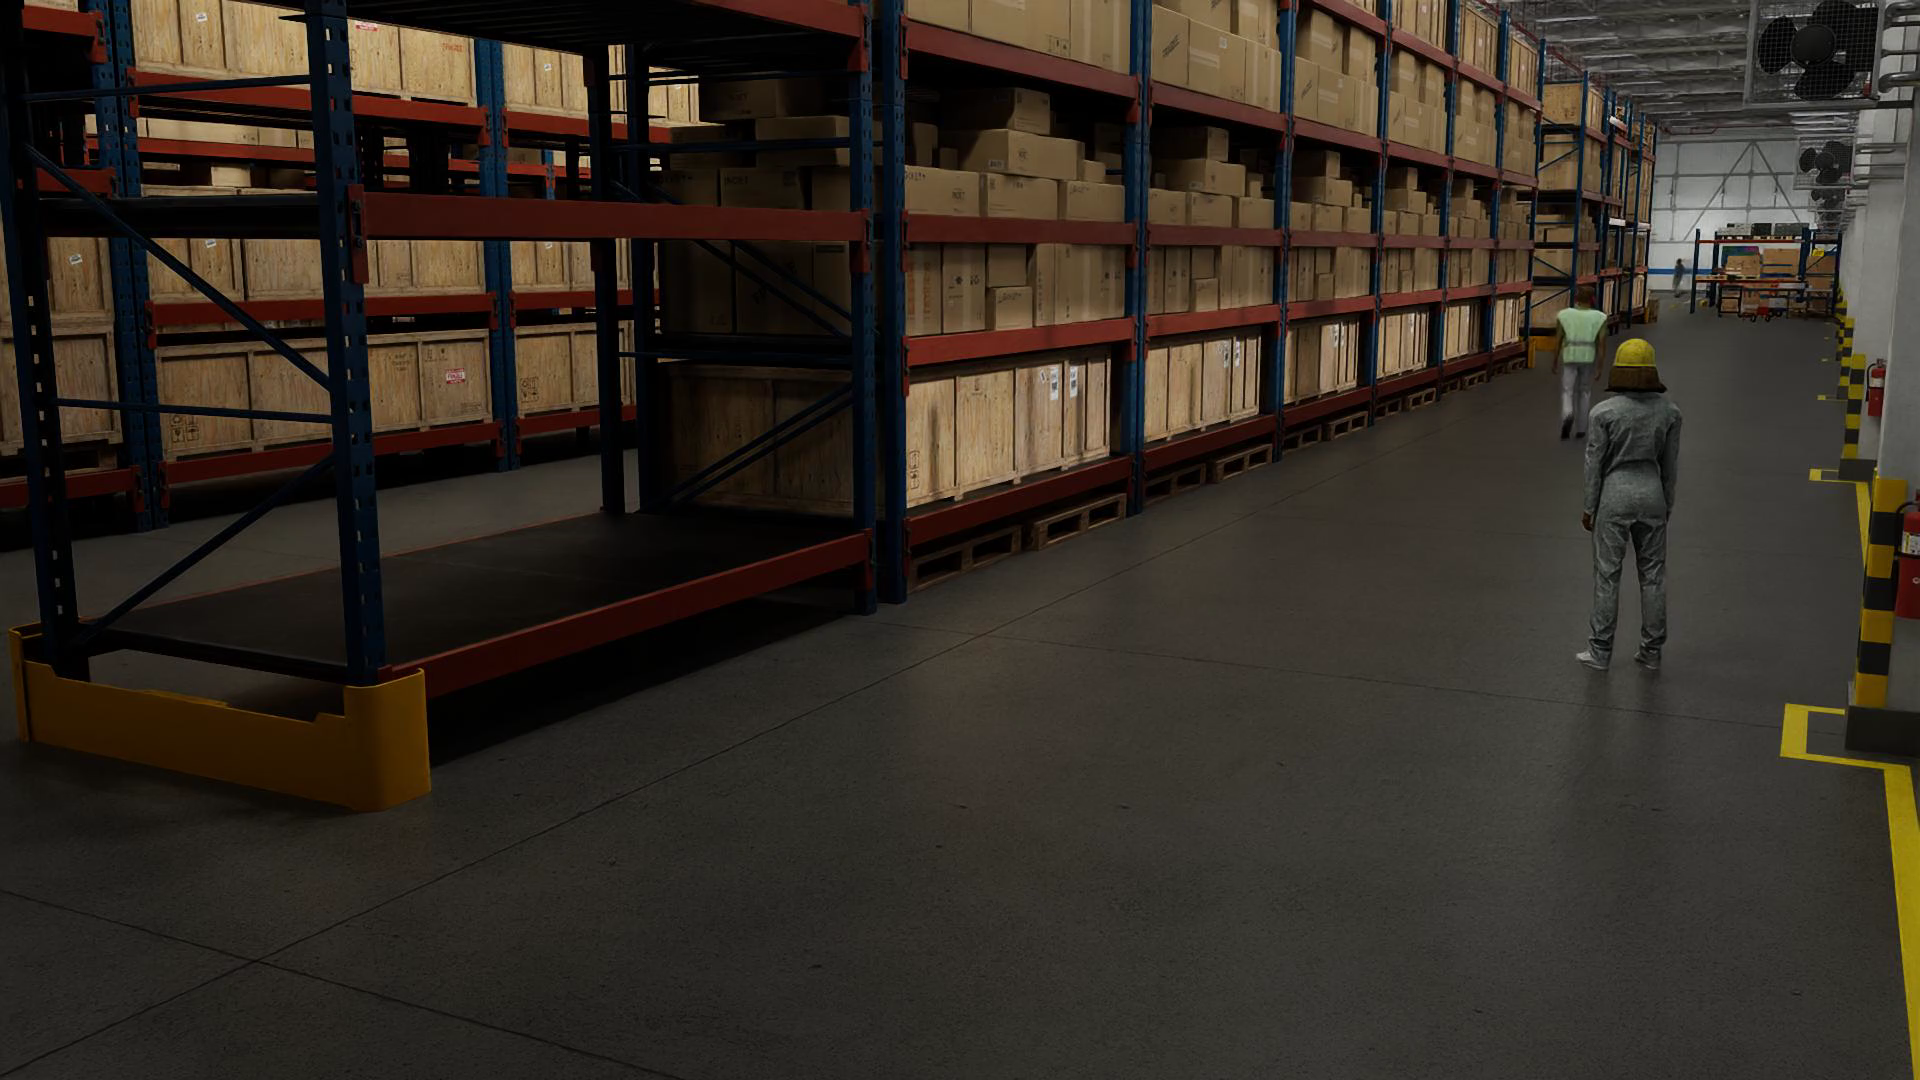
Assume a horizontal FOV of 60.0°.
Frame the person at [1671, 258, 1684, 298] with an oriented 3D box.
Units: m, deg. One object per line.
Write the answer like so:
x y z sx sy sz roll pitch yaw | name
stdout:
34.730 -12.673 80.479 0.658 1.923 0.447 -6 12 -32 | person

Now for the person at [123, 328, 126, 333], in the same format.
-8.209 -1.466 16.548 0.537 1.596 0.782 5 11 27 | person

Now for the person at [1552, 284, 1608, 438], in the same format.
7.231 -2.076 19.430 0.581 1.821 0.715 3 10 18 | person

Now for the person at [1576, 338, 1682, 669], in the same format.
3.509 -0.186 8.746 0.483 1.735 0.341 0 10 0 | person
